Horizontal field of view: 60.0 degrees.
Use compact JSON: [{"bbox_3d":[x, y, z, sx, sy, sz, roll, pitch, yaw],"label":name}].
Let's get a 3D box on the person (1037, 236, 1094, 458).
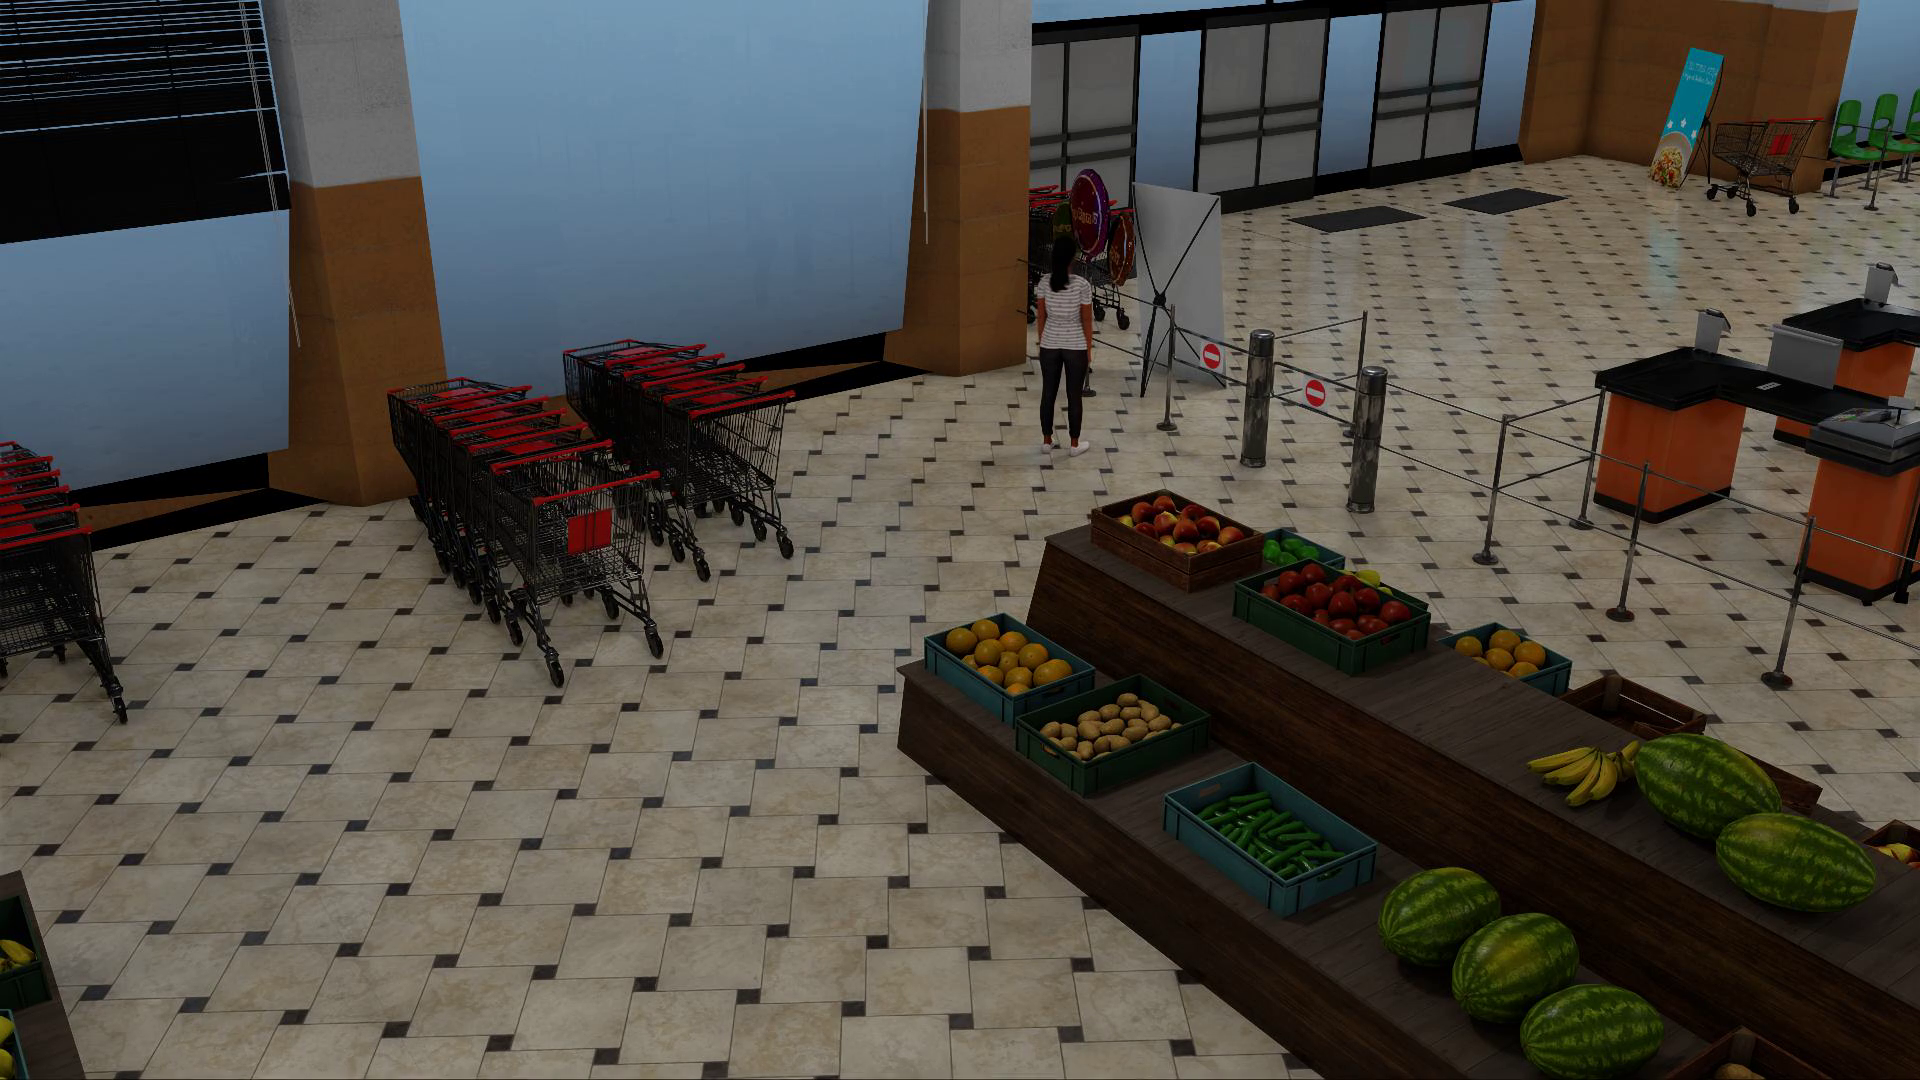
[{"bbox_3d":[0.769,-1.430,12.310,0.633,1.645,0.719,8,25,18],"label":"person"}]
